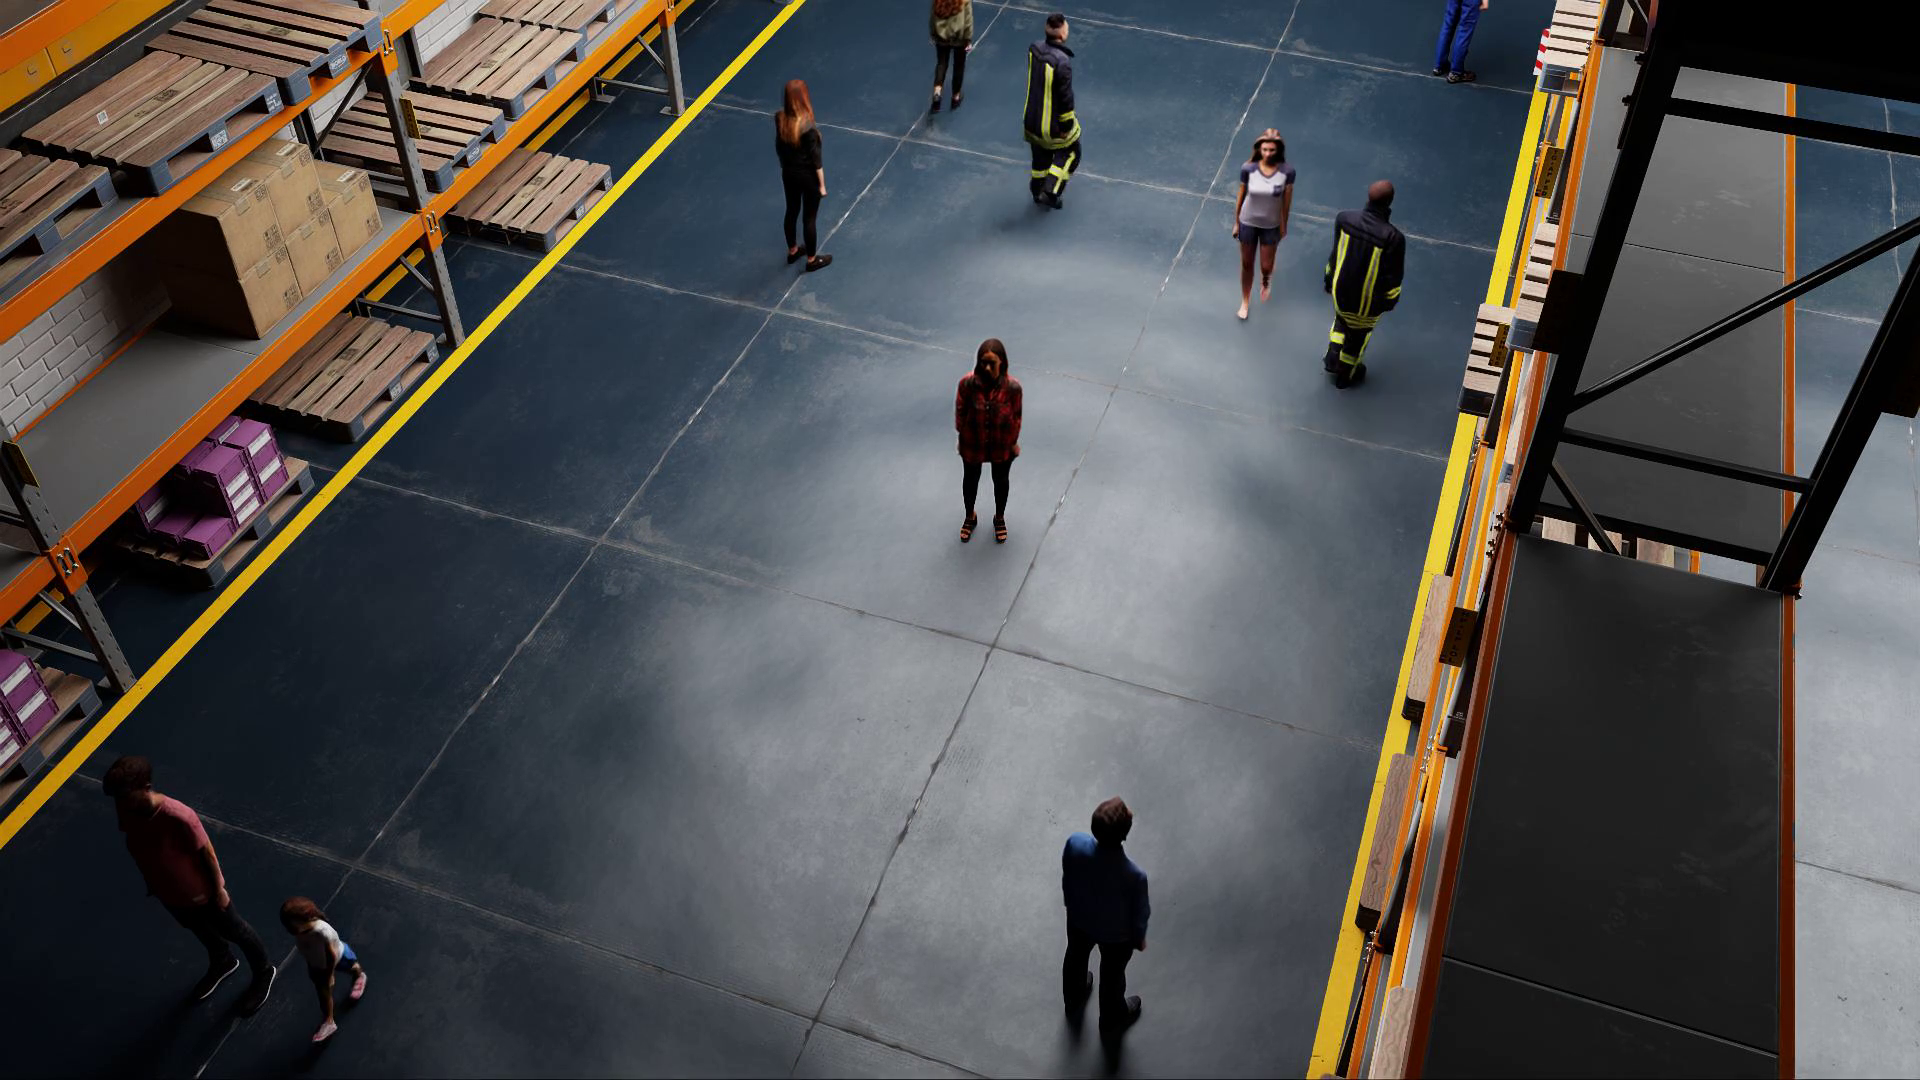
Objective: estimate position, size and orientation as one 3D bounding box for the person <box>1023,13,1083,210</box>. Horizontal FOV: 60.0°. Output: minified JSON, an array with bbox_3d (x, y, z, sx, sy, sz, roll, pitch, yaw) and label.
[{"bbox_3d":[0.730,-3.742,14.596,0.931,1.851,0.907,-29,51,-27],"label":"person"}]

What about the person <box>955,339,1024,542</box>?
[{"bbox_3d":[0.199,-0.692,11.502,0.657,1.703,0.626,5,44,5],"label":"person"}]

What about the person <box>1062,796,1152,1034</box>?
[{"bbox_3d":[0.742,1.951,8.642,0.716,1.820,0.668,27,50,25],"label":"person"}]

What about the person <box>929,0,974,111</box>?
[{"bbox_3d":[-0.103,-4.783,15.968,0.614,1.465,0.796,12,45,12],"label":"person"}]

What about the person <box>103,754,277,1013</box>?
[{"bbox_3d":[-4.043,1.780,8.721,0.645,1.960,0.555,11,45,11],"label":"person"}]

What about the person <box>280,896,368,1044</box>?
[{"bbox_3d":[-3.389,2.203,8.980,0.472,0.989,0.722,8,44,9],"label":"person"}]

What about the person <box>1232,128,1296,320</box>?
[{"bbox_3d":[2.449,-2.607,13.500,0.604,1.720,0.670,12,45,12],"label":"person"}]

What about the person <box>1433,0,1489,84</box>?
[{"bbox_3d":[4.997,-5.436,16.347,0.836,1.889,0.794,-23,48,-22],"label":"person"}]

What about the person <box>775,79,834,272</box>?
[{"bbox_3d":[-1.355,-3.069,13.991,0.670,1.711,0.633,28,50,26],"label":"person"}]

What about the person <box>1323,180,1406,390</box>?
[{"bbox_3d":[3.027,-1.922,12.712,0.899,1.814,0.930,32,52,29],"label":"person"}]
